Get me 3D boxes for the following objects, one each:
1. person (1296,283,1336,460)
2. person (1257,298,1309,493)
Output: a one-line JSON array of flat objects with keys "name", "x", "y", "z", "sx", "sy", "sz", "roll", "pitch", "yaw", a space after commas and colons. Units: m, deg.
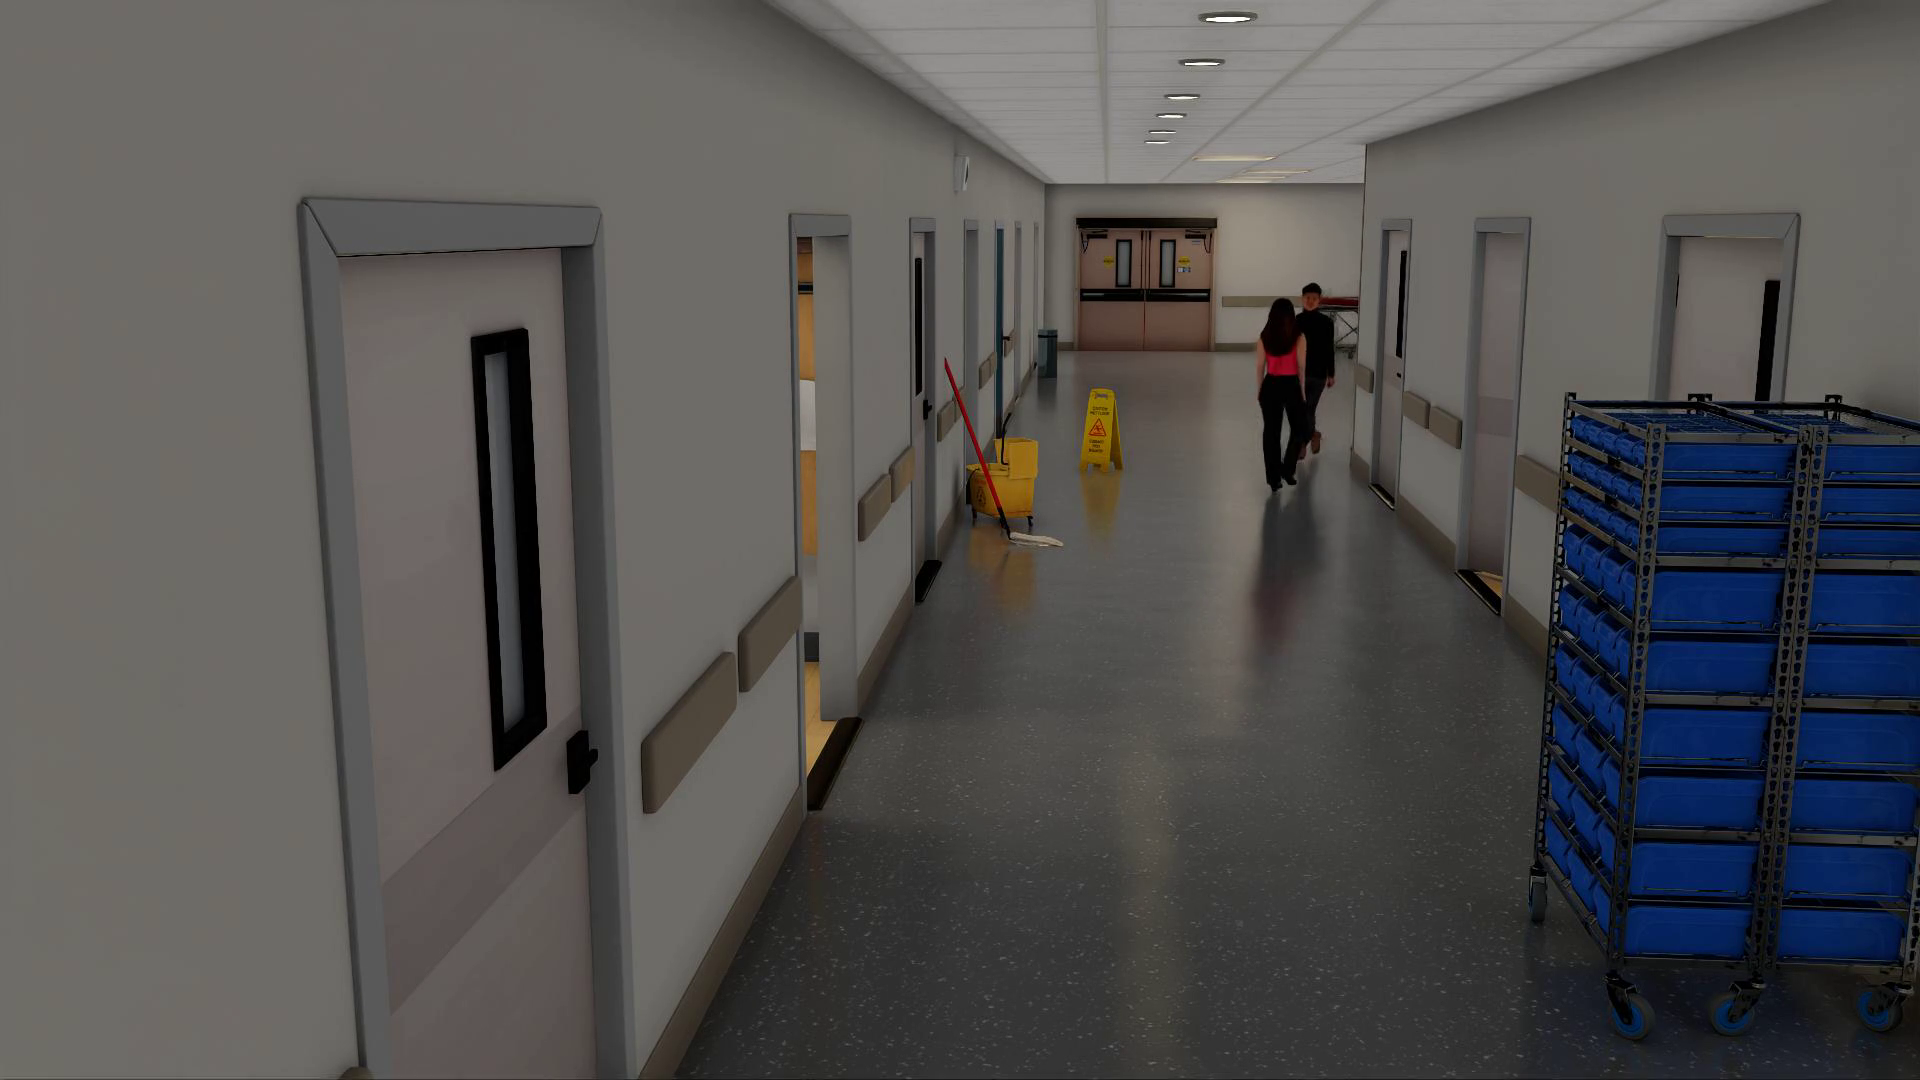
[{"name": "person", "x": 3.409, "y": -1.637, "z": 16.222, "sx": 0.969, "sy": 1.700, "sz": 1.153, "roll": 6, "pitch": 12, "yaw": 31}, {"name": "person", "x": 2.731, "y": -1.221, "z": 14.150, "sx": 0.668, "sy": 1.653, "sz": 0.692, "roll": 5, "pitch": 12, "yaw": 24}]
